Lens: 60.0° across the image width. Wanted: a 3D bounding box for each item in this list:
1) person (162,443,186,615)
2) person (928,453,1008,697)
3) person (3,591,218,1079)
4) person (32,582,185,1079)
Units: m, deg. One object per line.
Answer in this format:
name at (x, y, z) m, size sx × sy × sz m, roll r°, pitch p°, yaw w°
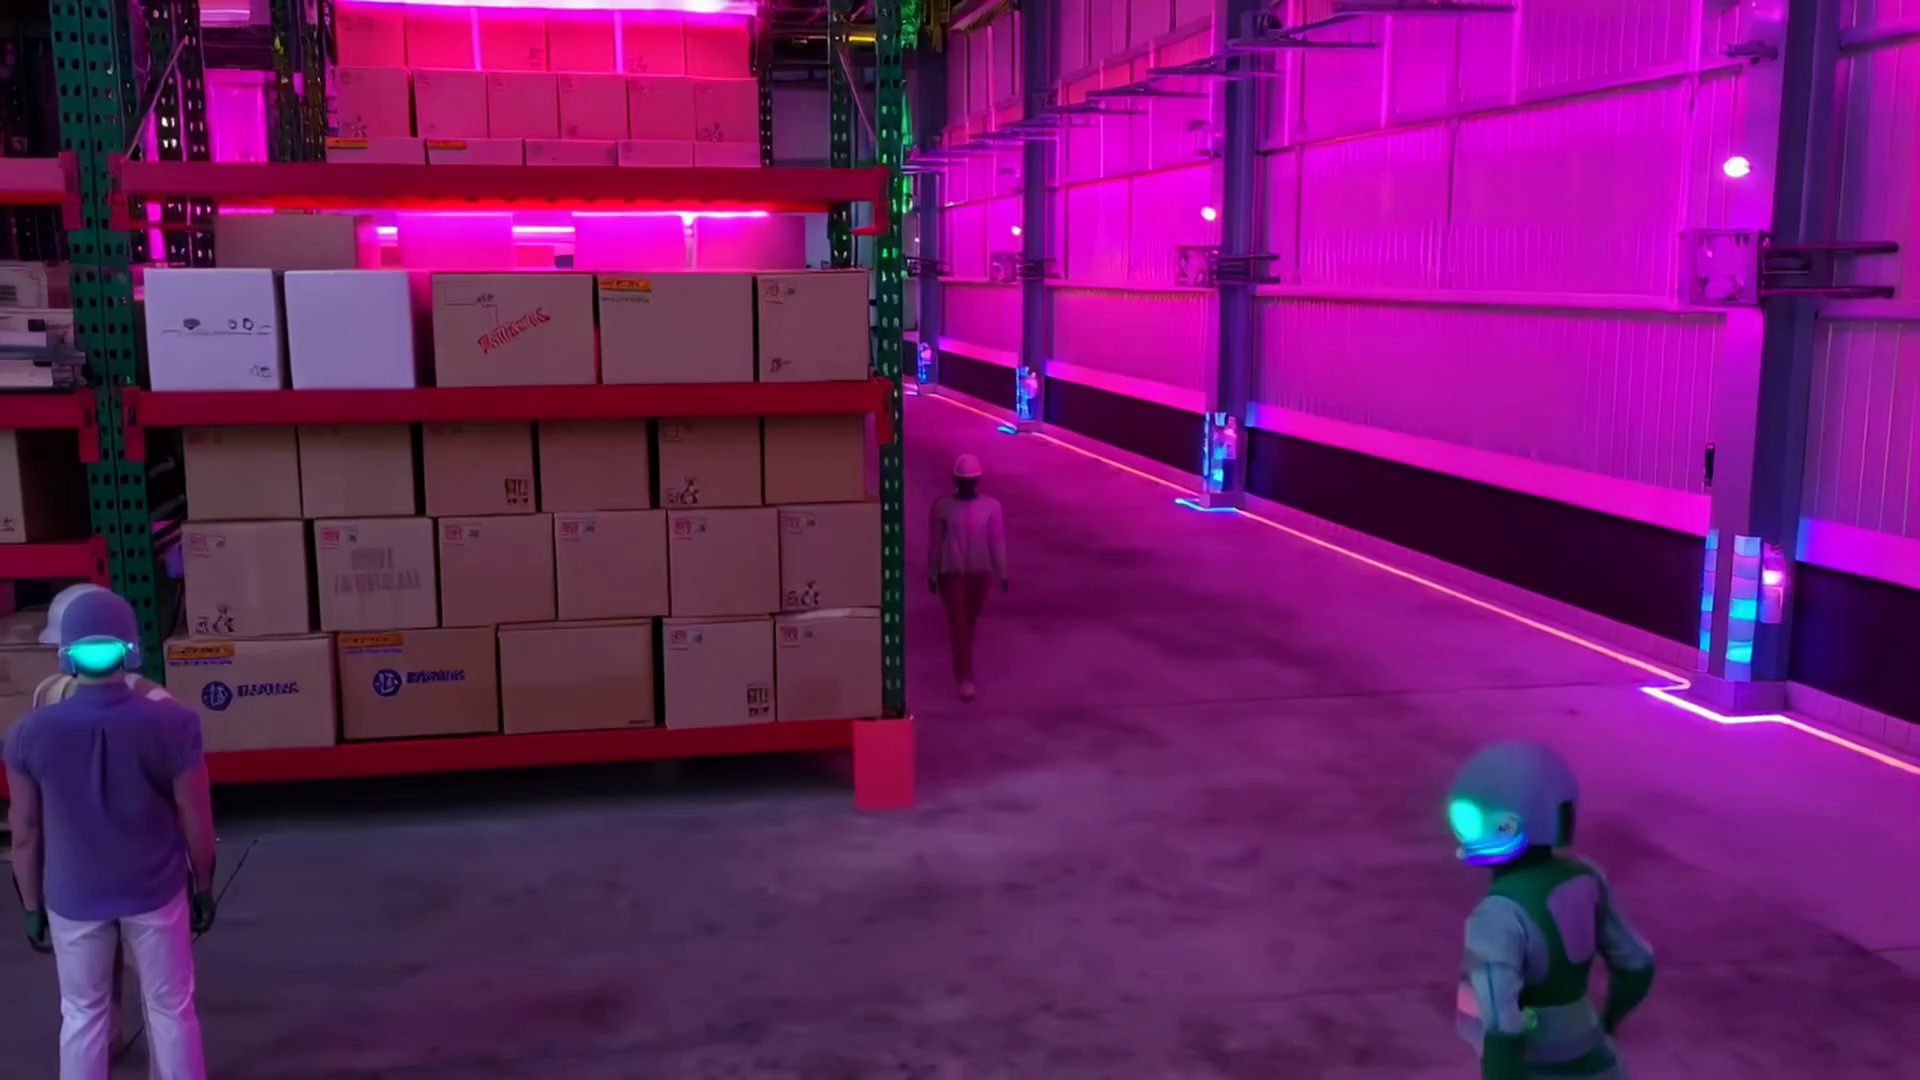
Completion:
person at (-5.265, 0.196, 11.621) m, size 0.976 × 1.882 × 0.569 m, roll -1°, pitch 9°, yaw -6°
person at (0.064, 0.236, 11.875) m, size 0.545 × 1.711 × 0.898 m, roll -2°, pitch 10°, yaw -14°
person at (-2.783, 1.153, 5.512) m, size 0.611 × 1.985 × 0.414 m, roll -3°, pitch 10°, yaw -19°
person at (-3.011, 1.107, 5.883) m, size 0.605 × 1.951 × 0.380 m, roll 2°, pitch 10°, yaw 14°
